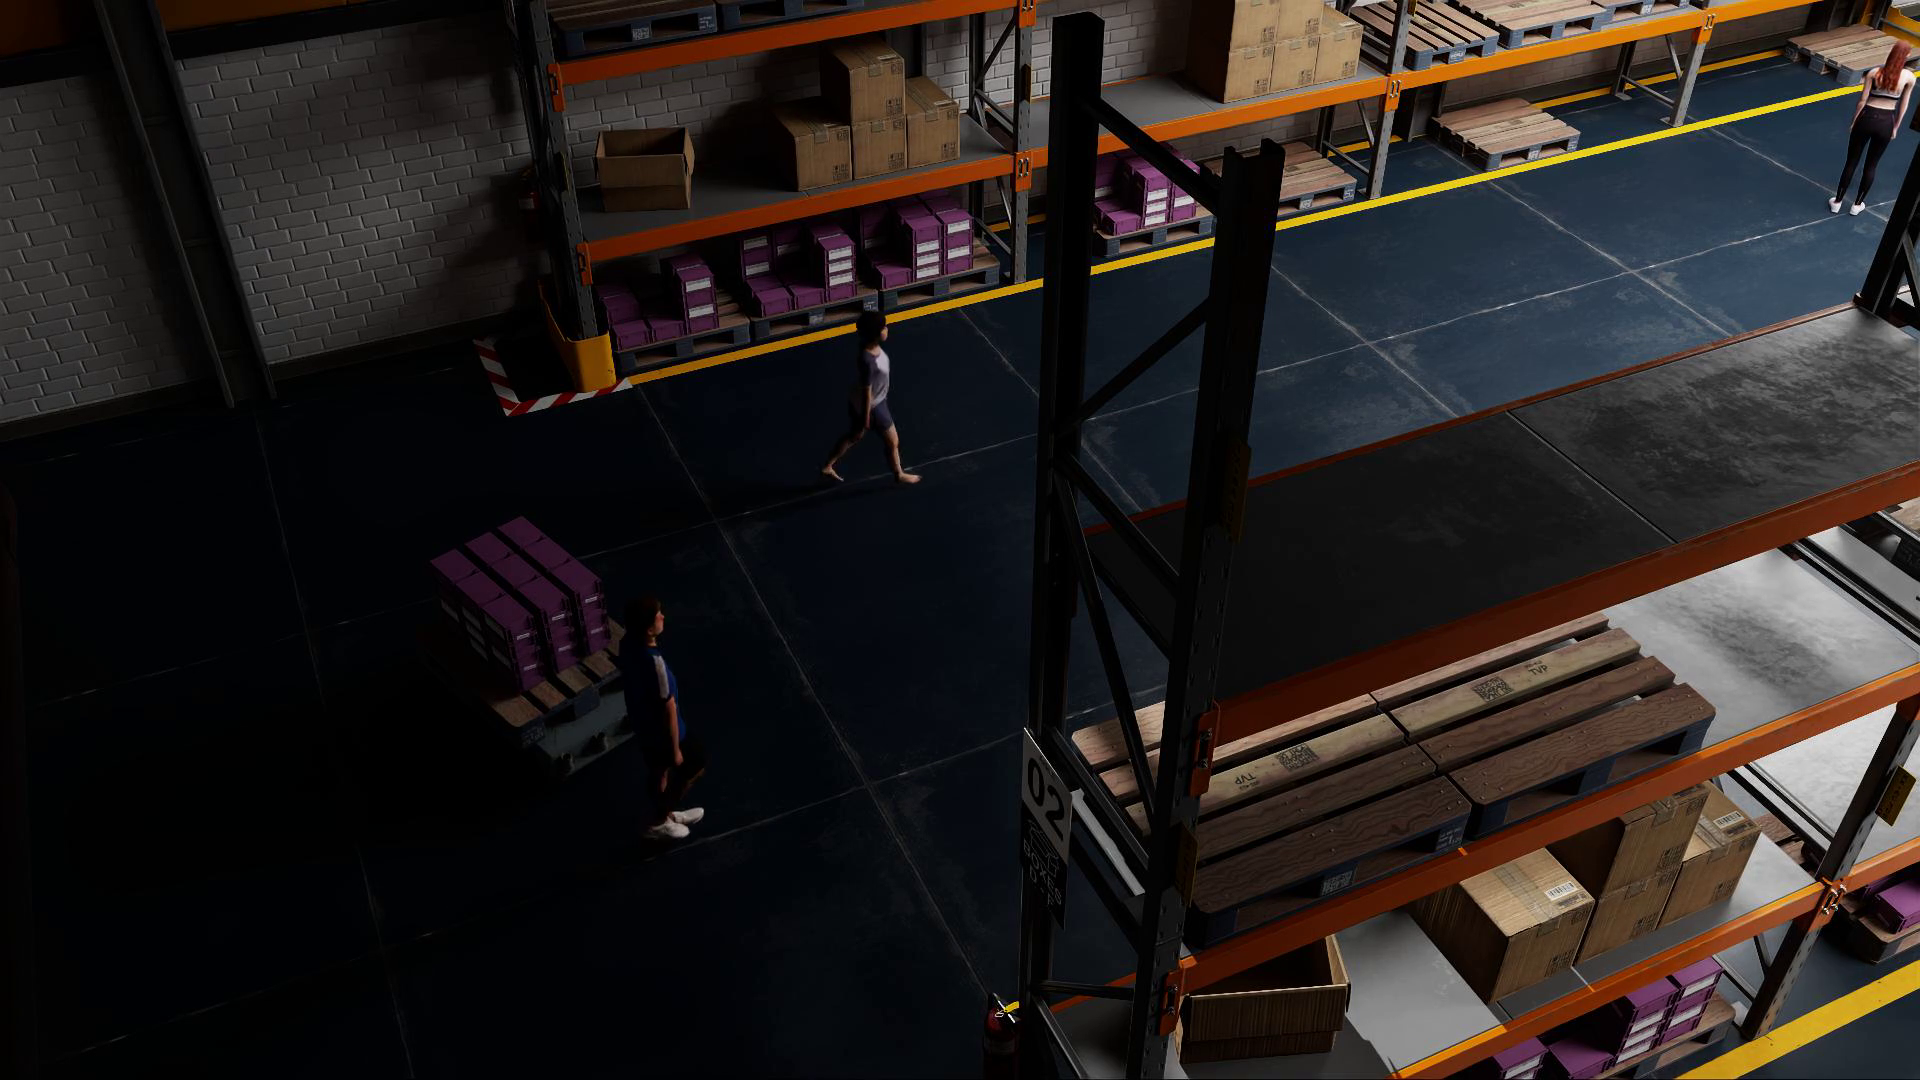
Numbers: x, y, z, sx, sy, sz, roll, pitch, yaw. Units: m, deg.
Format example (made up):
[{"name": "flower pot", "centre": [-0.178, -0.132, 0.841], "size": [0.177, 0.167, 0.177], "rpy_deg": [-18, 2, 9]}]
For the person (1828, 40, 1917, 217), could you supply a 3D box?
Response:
[{"name": "person", "centre": [8.805, -3.970, 16.023], "size": [0.671, 1.741, 0.714], "rpy_deg": [17, 42, 20]}]

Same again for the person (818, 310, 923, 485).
[{"name": "person", "centre": [-0.754, -1.029, 12.511], "size": [1.097, 1.528, 0.797], "rpy_deg": [-4, 39, -6]}]

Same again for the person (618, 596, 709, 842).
[{"name": "person", "centre": [-1.813, 1.097, 9.585], "size": [0.786, 1.857, 0.756], "rpy_deg": [-26, 45, -29]}]
